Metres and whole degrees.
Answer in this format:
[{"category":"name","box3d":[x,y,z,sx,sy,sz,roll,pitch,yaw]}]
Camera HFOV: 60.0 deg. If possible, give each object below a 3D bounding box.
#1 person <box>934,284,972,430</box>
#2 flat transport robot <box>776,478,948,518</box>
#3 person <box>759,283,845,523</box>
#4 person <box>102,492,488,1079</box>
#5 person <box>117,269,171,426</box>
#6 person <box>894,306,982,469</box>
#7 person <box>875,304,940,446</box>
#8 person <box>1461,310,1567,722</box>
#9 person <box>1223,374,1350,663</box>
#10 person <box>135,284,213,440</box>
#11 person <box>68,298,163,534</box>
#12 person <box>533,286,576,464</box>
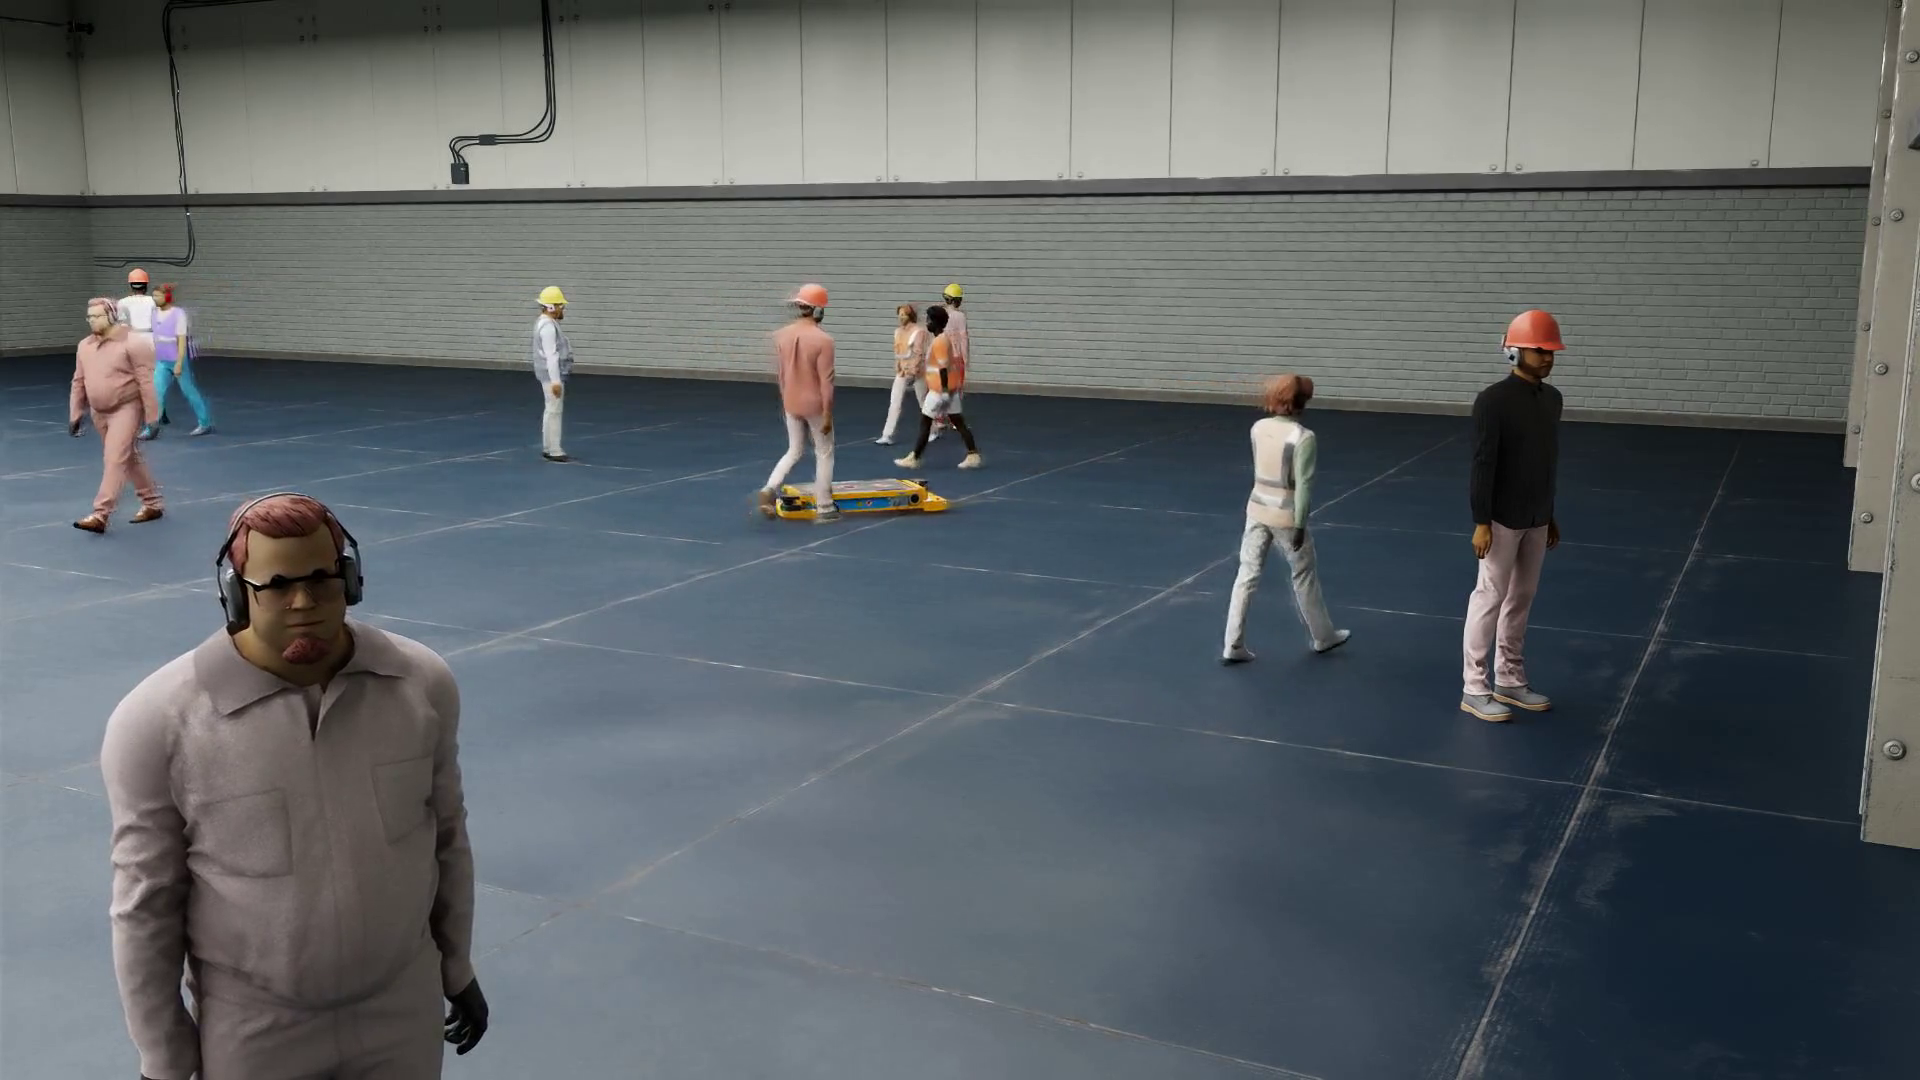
[{"category":"person","box3d":[-0.088,-2.209,20.139,0.526,1.768,0.314,9,14,41]},{"category":"flat transport robot","box3d":[-0.884,-0.361,14.142,1.431,0.197,0.652,-4,11,-19]},{"category":"person","box3d":[-1.278,-1.081,13.438,0.620,1.969,0.758,7,13,34]},{"category":"person","box3d":[-1.173,0.854,3.053,0.651,1.906,0.403,-9,14,-40]},{"category":"person","box3d":[-10.114,-2.384,20.630,0.552,1.935,0.355,-5,11,-24]},{"category":"person","box3d":[-0.186,-1.519,16.687,0.889,1.652,0.534,2,11,10]},{"category":"person","box3d":[-0.562,-1.859,18.713,0.512,1.593,0.896,9,14,41]},{"category":"person","box3d":[2.728,-0.119,8.117,0.623,1.992,0.396,-7,13,-35]},{"category":"person","box3d":[1.794,-0.117,9.193,0.856,1.591,0.525,-7,13,-34]},{"category":"person","box3d":[-9.143,-2.067,19.294,0.584,1.794,0.966,5,12,26]},{"category":"person","box3d":[-6.815,-1.001,13.315,0.671,1.849,1.010,4,11,18]},{"category":"person","box3d":[-4.184,-1.695,17.159,0.404,1.829,0.599,-3,11,-17]}]
